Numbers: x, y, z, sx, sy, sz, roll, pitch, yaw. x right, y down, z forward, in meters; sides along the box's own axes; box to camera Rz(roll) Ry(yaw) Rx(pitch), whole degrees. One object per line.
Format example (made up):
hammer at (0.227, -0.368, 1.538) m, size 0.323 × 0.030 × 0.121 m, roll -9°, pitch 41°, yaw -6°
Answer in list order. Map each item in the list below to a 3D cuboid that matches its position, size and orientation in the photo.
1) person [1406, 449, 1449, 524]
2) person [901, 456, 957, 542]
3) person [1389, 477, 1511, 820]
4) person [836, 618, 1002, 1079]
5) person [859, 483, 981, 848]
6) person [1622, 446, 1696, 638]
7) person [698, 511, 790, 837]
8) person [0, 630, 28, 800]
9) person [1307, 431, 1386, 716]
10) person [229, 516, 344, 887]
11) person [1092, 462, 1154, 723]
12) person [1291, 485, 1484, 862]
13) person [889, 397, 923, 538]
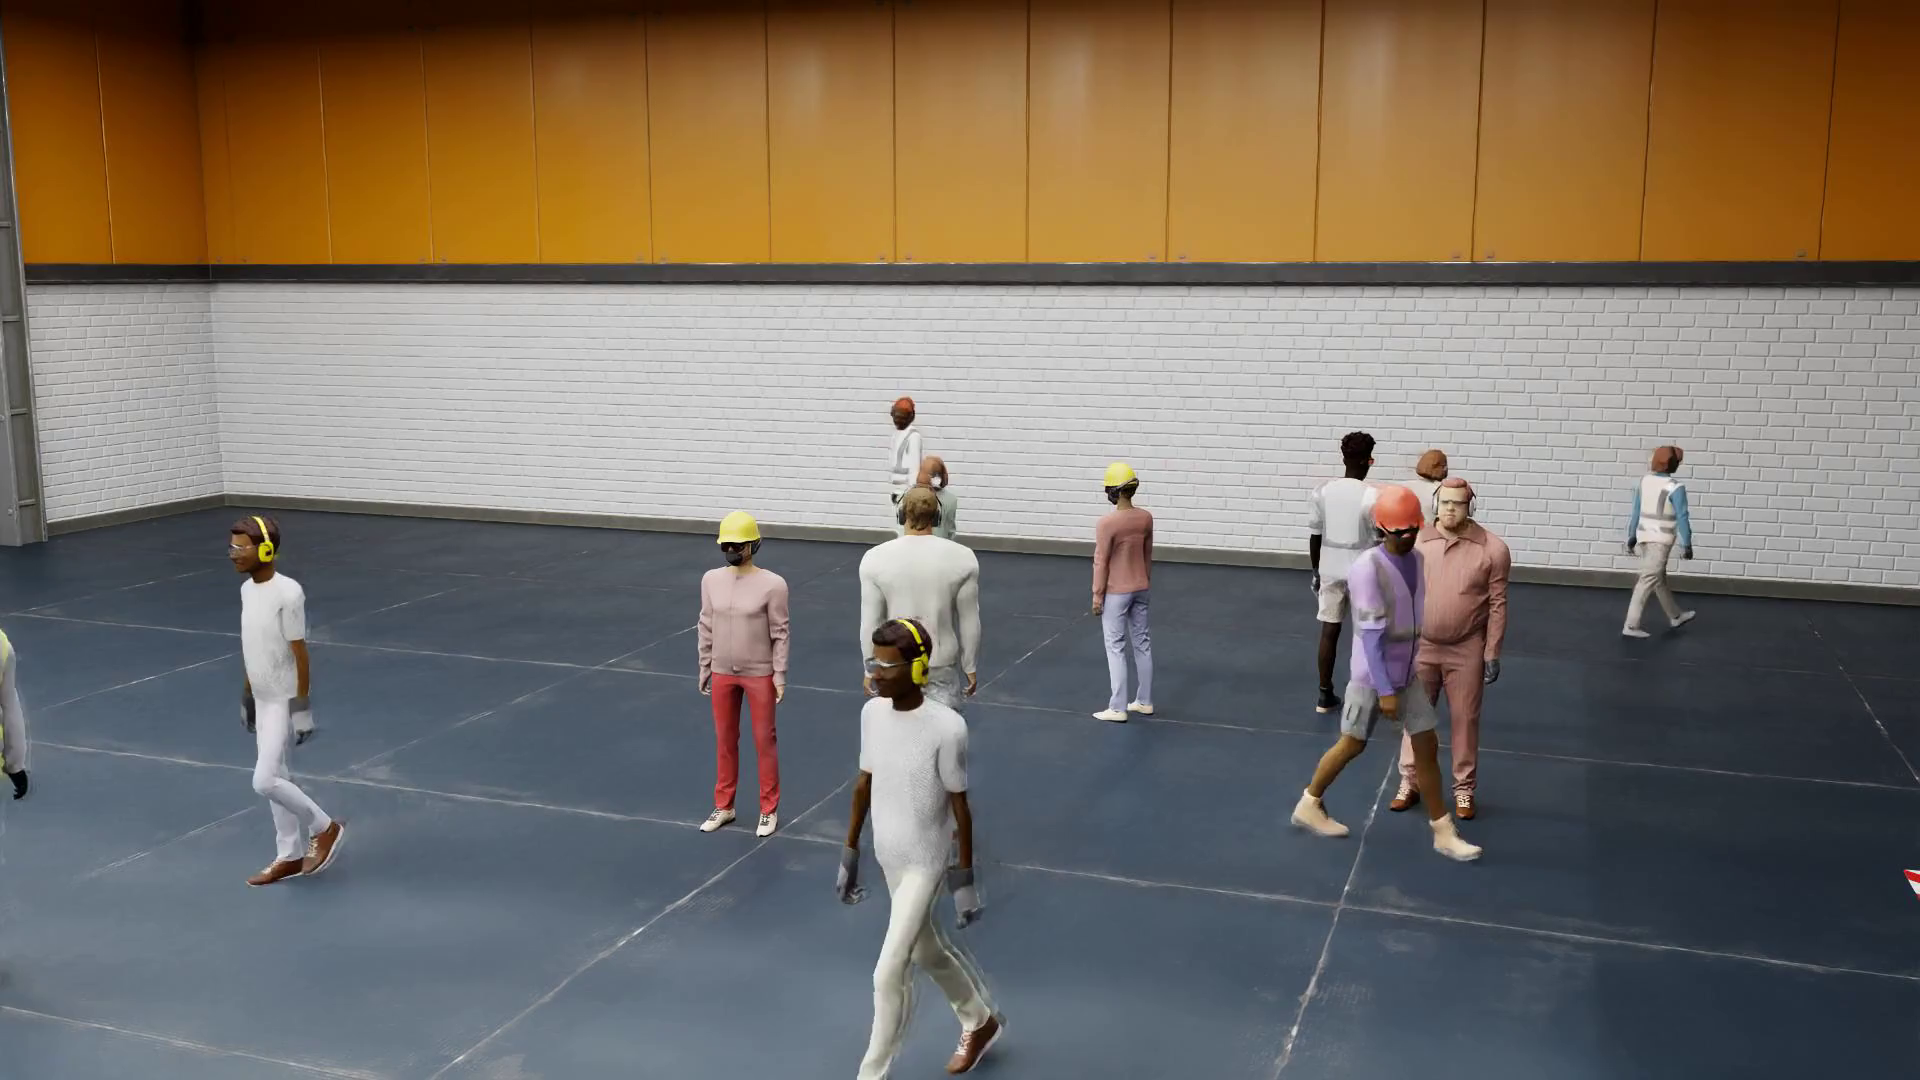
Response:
person at (3.789, 0.071, 13.433) m, size 0.373 × 1.617 × 0.521 m, roll -4°, pitch 10°, yaw -21°
person at (-0.268, 0.110, 13.254) m, size 0.493 × 1.604 × 0.806 m, roll -3°, pitch 10°, yaw -19°
person at (2.704, 0.595, 9.277) m, size 0.642 × 1.913 × 0.409 m, roll 4°, pitch 10°, yaw 24°
person at (-0.167, 1.161, 6.046) m, size 0.959 × 1.829 × 0.537 m, roll -8°, pitch 12°, yaw -42°
person at (-0.208, 0.668, 8.738) m, size 0.635 × 1.937 × 0.352 m, roll -1°, pitch 9°, yaw -6°
person at (5.875, 0.017, 13.835) m, size 0.860 × 1.592 × 0.551 m, roll -3°, pitch 10°, yaw -16°
person at (-1.171, 0.719, 8.959) m, size 0.523 × 1.769 × 0.314 m, roll 3°, pitch 10°, yaw 16°
person at (-4.381, 0.997, 7.049) m, size 0.660 × 1.821 × 0.661 m, roll 5°, pitch 11°, yaw 29°
person at (2.669, 0.235, 11.345) m, size 0.610 × 1.964 × 0.363 m, roll 7°, pitch 12°, yaw 38°
person at (-3.376, 0.796, 8.179) m, size 0.549 × 1.859 × 0.415 m, roll 8°, pitch 12°, yaw 40°
person at (1.097, 0.350, 11.287) m, size 0.521 × 1.757 × 0.359 m, roll -8°, pitch 12°, yaw -41°
person at (2.196, 0.677, 8.662) m, size 0.615 × 1.975 × 0.990 m, roll -8°, pitch 12°, yaw -40°
person at (-0.533, -0.478, 16.161) m, size 0.339 × 1.842 × 0.794 m, roll -2°, pitch 9°, yaw -12°
